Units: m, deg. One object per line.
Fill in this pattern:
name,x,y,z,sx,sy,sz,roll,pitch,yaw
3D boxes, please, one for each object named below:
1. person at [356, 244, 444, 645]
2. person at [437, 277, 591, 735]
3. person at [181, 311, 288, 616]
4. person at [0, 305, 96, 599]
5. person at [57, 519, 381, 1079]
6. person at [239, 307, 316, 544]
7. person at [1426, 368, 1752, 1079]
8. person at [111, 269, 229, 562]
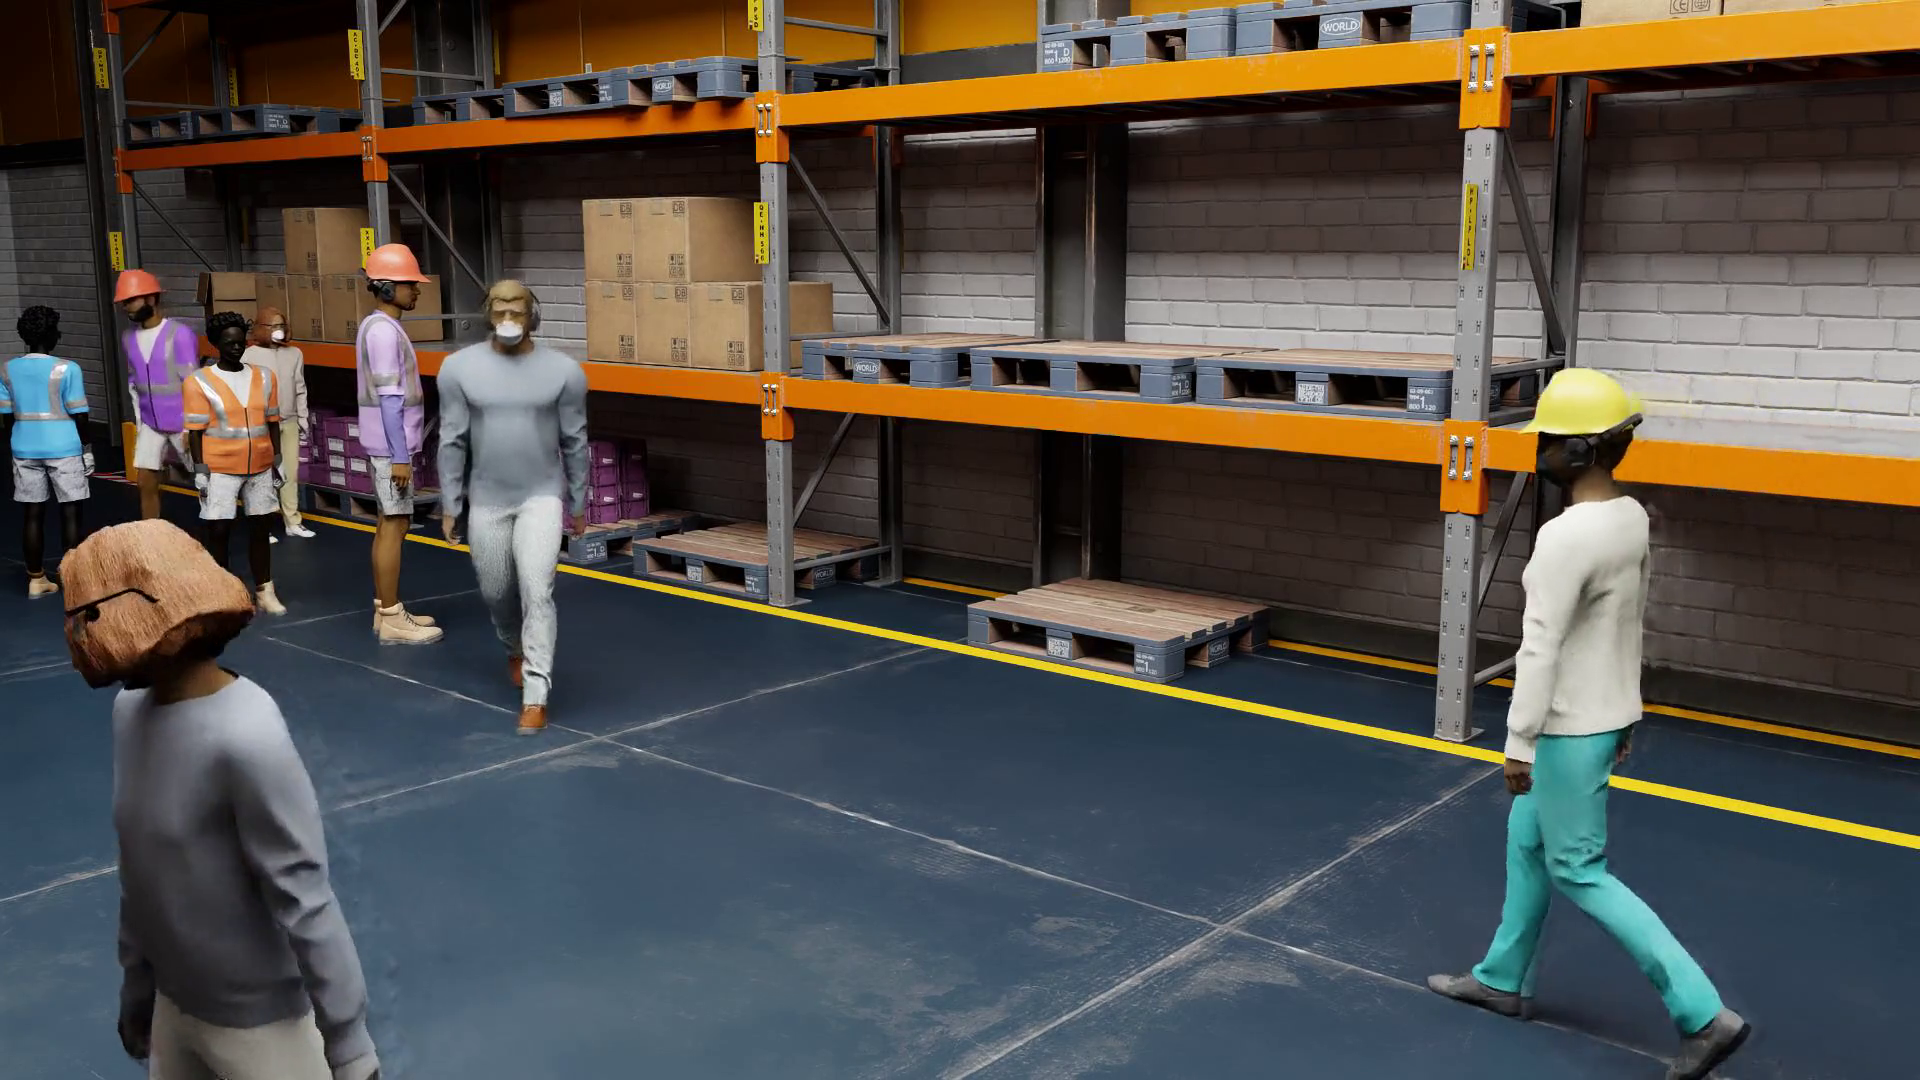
person,-2.879,-0.488,8.553,0.392,2.041,0.615,-4,11,-22
person,-1.912,-0.182,7.208,0.633,1.912,0.900,-1,10,-7
person,-3.915,-0.387,9.005,0.322,1.686,0.537,8,13,39
person,-5.238,-0.495,9.580,0.538,1.696,0.317,1,10,5
person,-1.128,0.772,2.640,0.643,1.606,0.359,7,12,36
person,-4.722,-0.792,11.483,0.285,1.626,0.495,6,12,32
person,1.575,0.448,4.099,0.808,1.736,0.532,9,13,41
person,-4.973,-0.743,10.470,0.558,1.897,0.683,2,10,13
